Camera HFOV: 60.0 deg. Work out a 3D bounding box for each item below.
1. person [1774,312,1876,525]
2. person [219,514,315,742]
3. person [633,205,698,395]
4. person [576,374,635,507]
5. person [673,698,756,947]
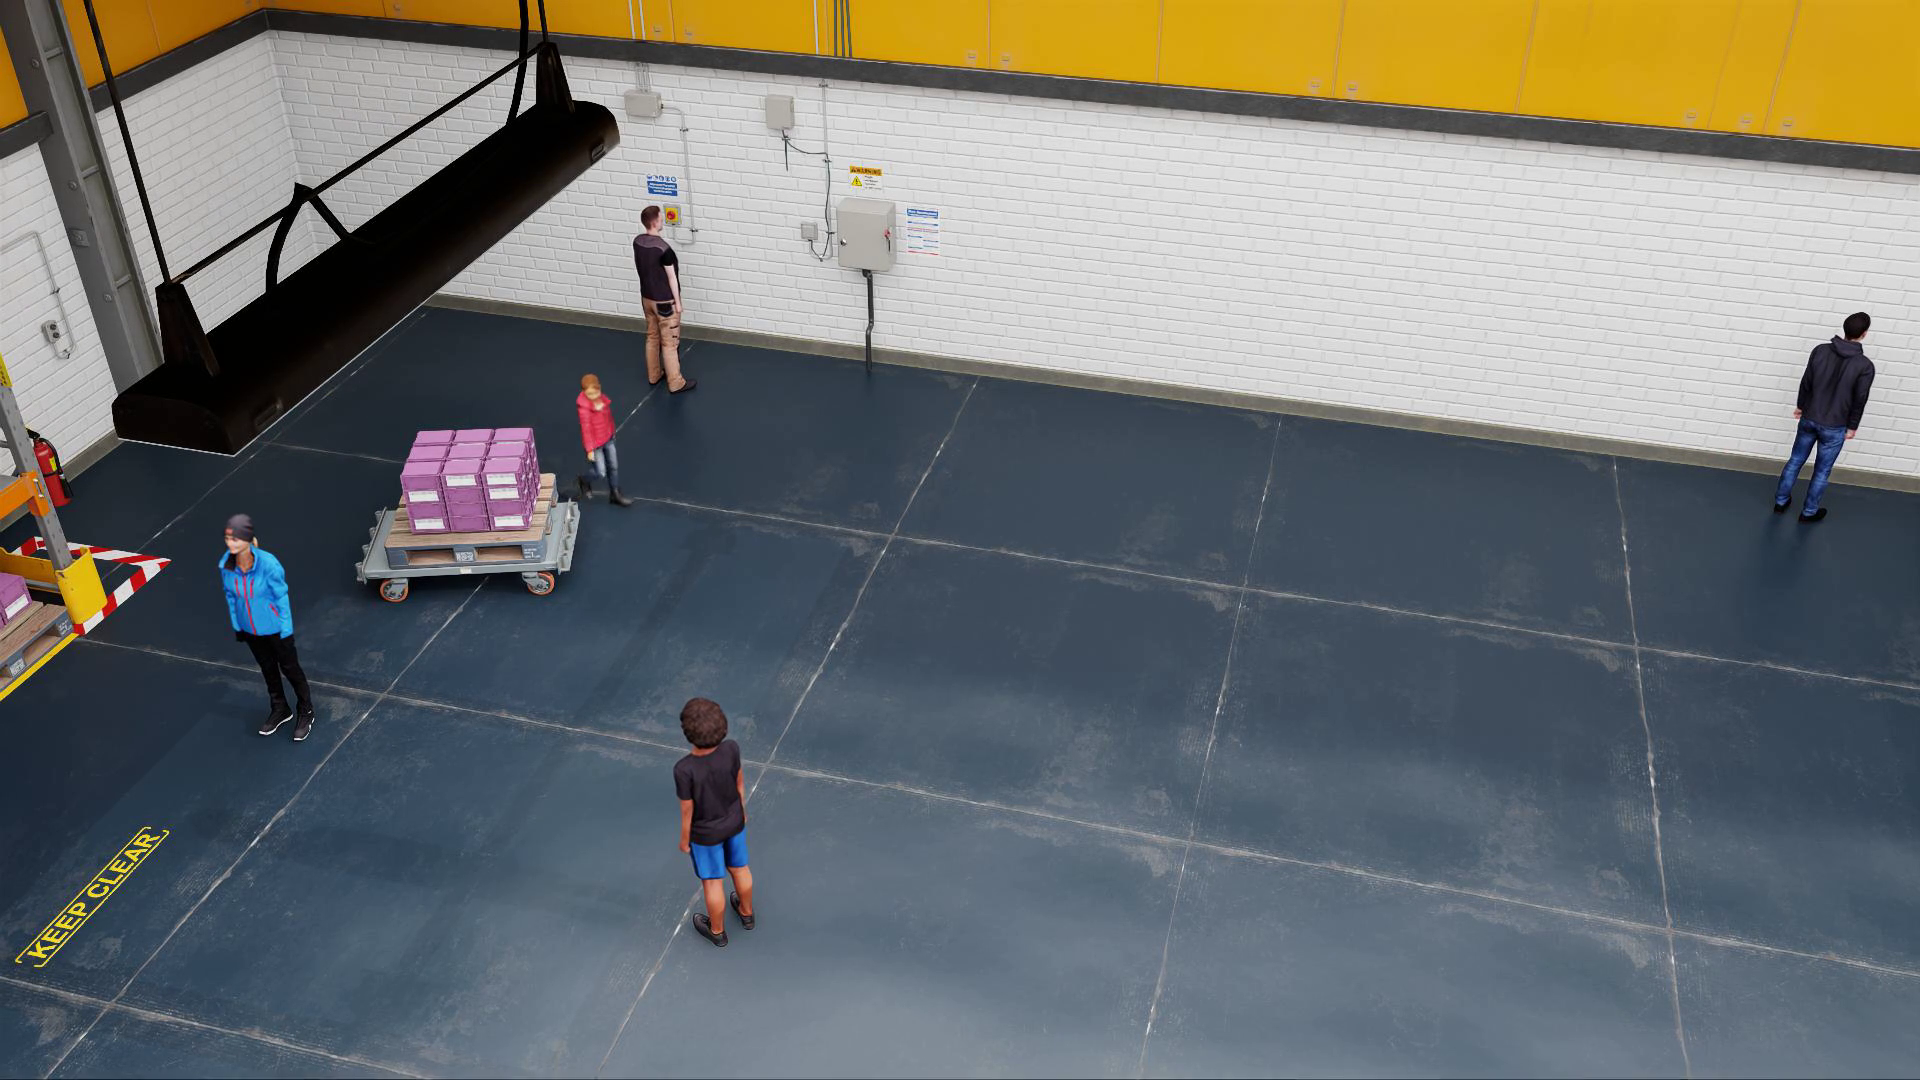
[{"bbox_3d":[7.159,-1.012,13.766,0.771,1.894,0.764,-26,42,-34],"label":"person"},{"bbox_3d":[-4.769,0.595,11.439,0.611,1.795,0.502,8,34,12],"label":"person"},{"bbox_3d":[-2.851,-2.294,15.744,0.768,1.841,0.752,26,41,33],"label":"person"},{"bbox_3d":[-3.097,-0.837,14.038,0.711,1.303,0.709,18,38,25],"label":"person"},{"bbox_3d":[-1.441,1.669,9.819,0.694,1.800,0.773,-23,40,-30],"label":"person"}]
